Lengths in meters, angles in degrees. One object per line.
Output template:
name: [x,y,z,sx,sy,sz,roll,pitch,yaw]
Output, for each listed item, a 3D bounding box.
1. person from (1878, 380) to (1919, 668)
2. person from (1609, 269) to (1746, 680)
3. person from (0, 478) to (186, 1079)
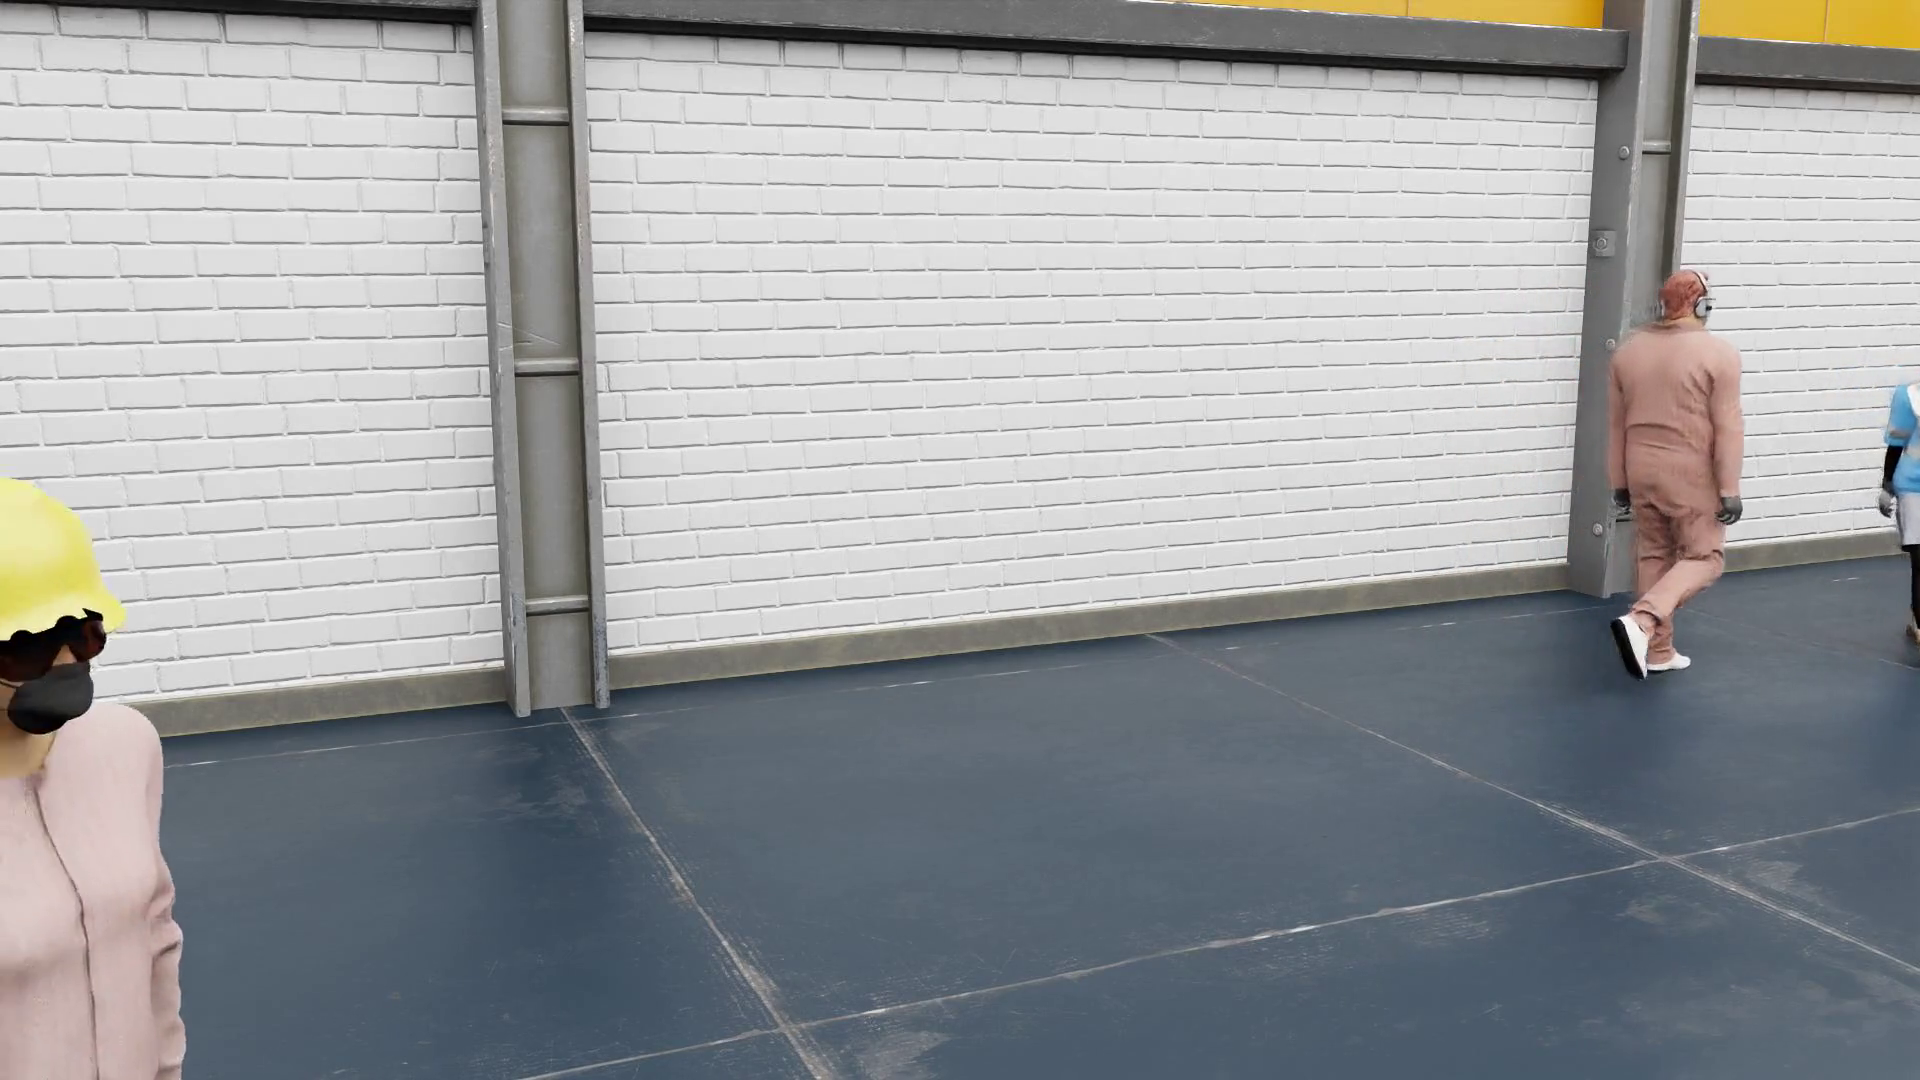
person: [4.718,-0.229,7.967,0.538,1.636,0.918,2,11,13]
person: [3.209,-0.277,7.542,0.626,1.889,0.660,-5,12,-27]
person: [-1.110,0.789,2.024,0.385,1.749,0.553,3,11,16]
